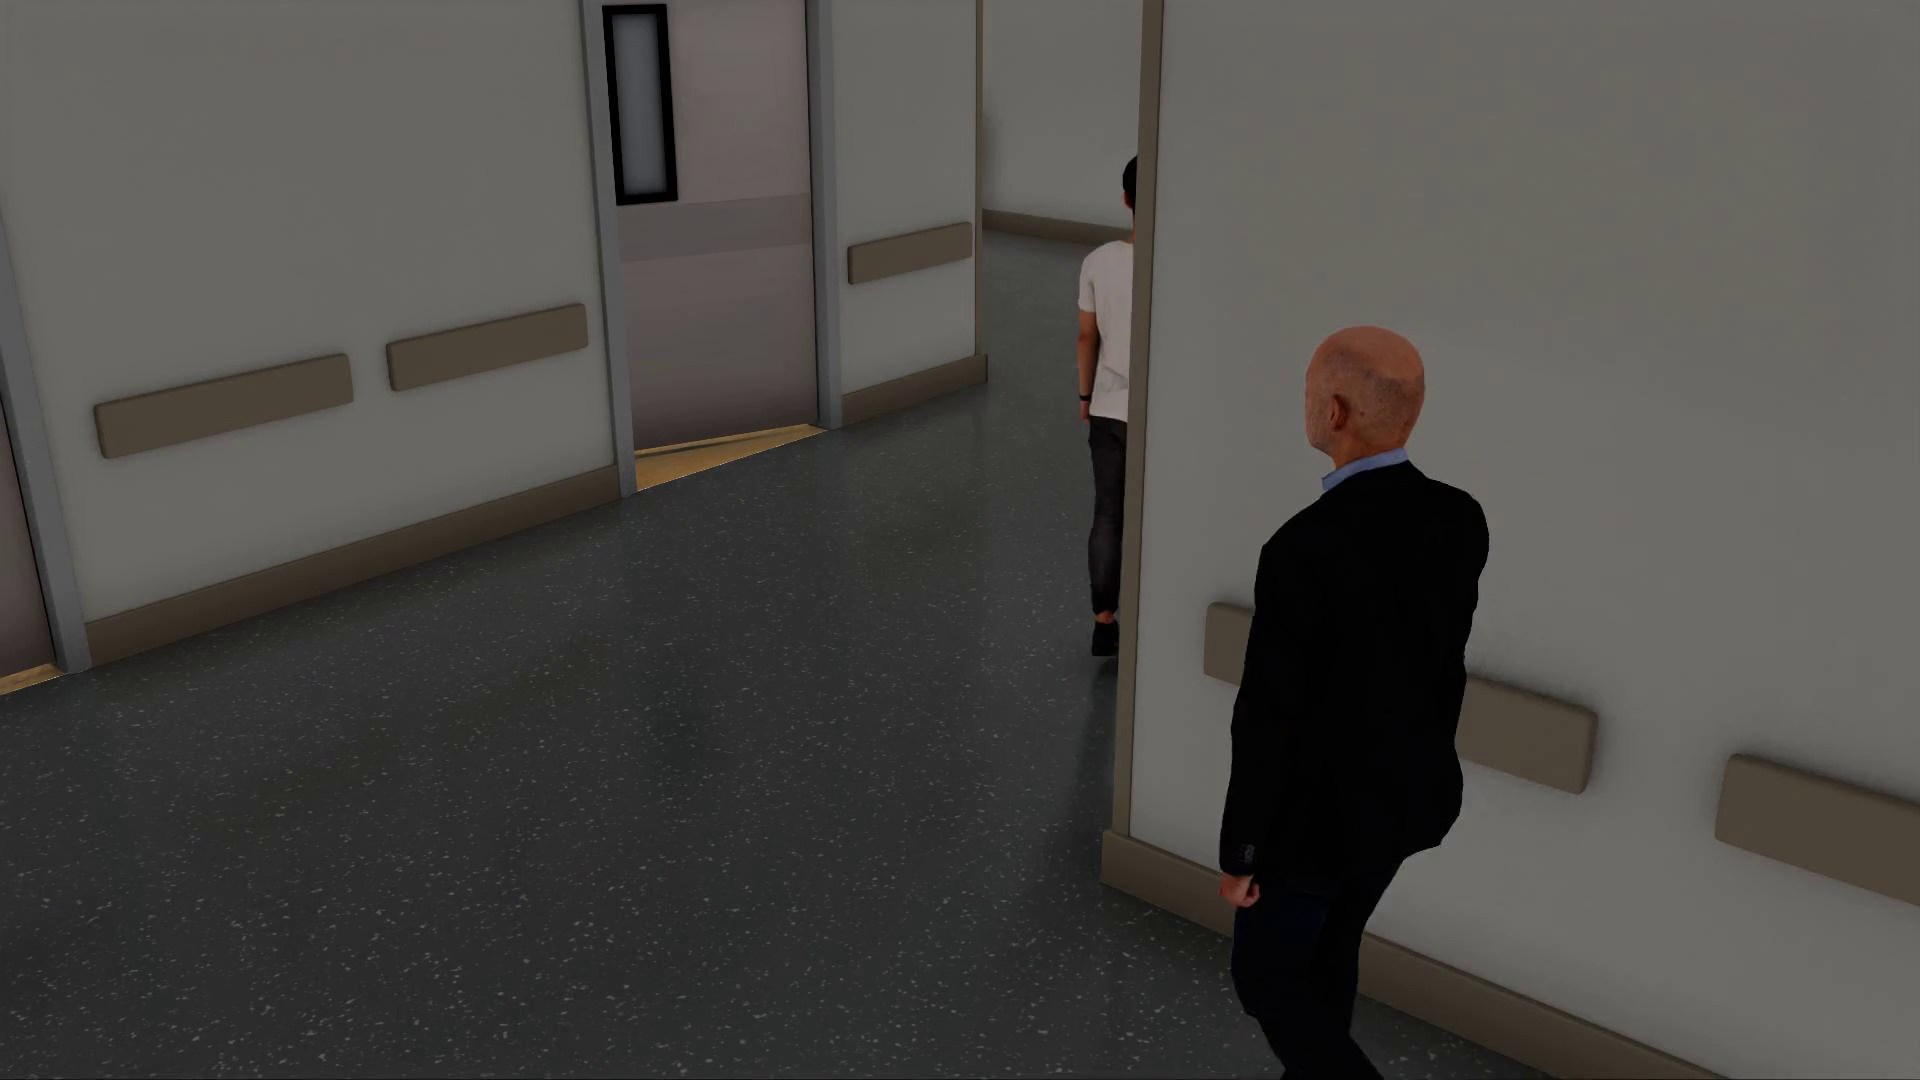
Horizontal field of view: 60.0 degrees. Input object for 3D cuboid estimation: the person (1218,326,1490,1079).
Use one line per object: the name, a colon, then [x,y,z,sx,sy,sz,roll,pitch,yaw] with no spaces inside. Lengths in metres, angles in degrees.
person: [0.751,0.519,3.021,0.991,1.783,0.927,-12,24,-28]
